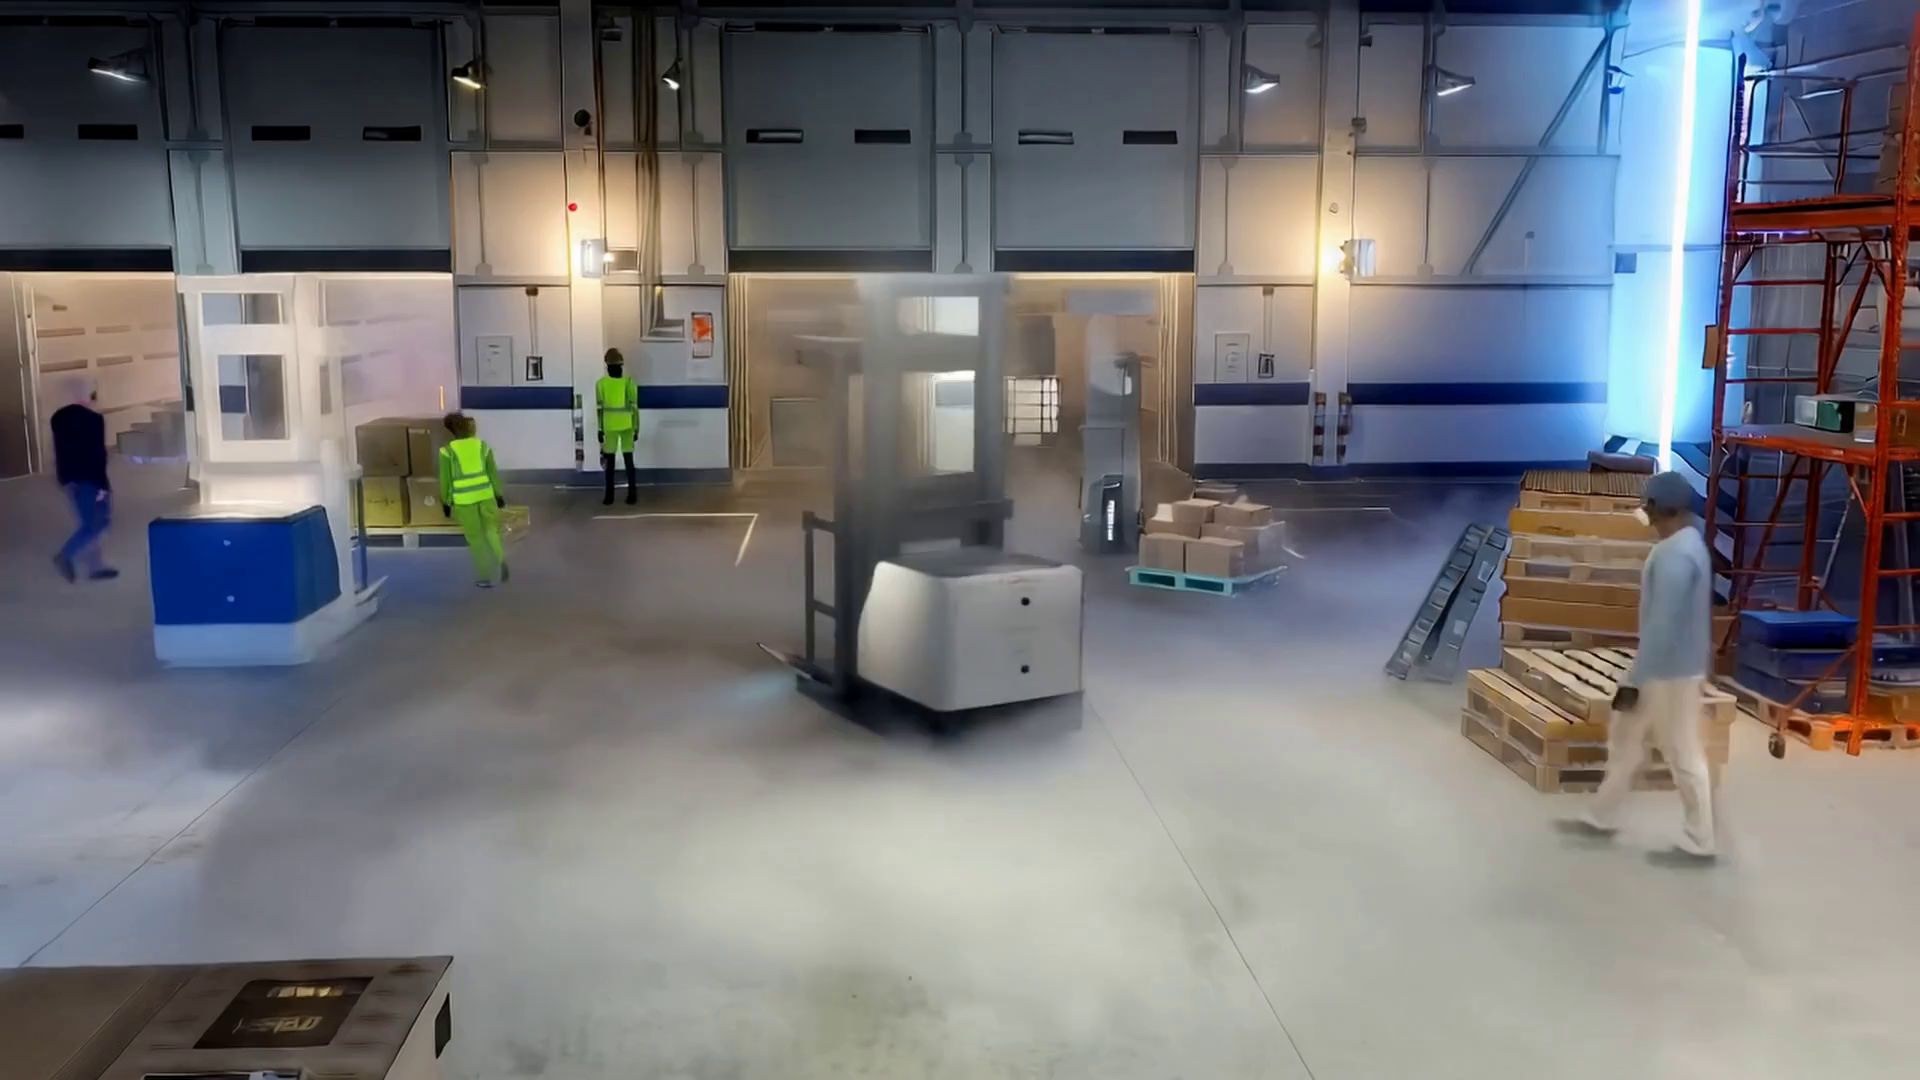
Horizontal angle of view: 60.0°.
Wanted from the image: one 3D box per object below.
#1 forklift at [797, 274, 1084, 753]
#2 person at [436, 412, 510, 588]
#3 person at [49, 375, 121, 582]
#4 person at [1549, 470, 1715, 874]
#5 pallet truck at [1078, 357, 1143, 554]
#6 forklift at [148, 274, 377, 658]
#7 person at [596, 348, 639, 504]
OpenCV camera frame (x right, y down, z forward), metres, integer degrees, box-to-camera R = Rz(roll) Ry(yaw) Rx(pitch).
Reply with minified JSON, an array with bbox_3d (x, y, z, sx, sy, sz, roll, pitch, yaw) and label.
[{"bbox_3d":[-0.138,-0.263,10.396,1.129,2.768,1.873,-5,10,-30],"label":"forklift"},{"bbox_3d":[-4.343,-0.339,14.863,0.538,1.604,0.567,-8,12,-41],"label":"person"},{"bbox_3d":[-8.026,-0.537,15.145,0.632,1.924,0.671,4,10,26],"label":"person"},{"bbox_3d":[3.222,0.622,7.907,0.867,1.909,0.635,3,10,19],"label":"person"},{"bbox_3d":[2.088,-0.836,16.757,1.885,1.965,0.823,2,9,13],"label":"pallet truck"},{"bbox_3d":[-5.348,-0.627,12.681,1.129,2.768,1.873,-1,9,-4],"label":"forklift"},{"bbox_3d":[-4.227,-1.396,20.511,0.546,1.927,0.390,2,9,11],"label":"person"}]
